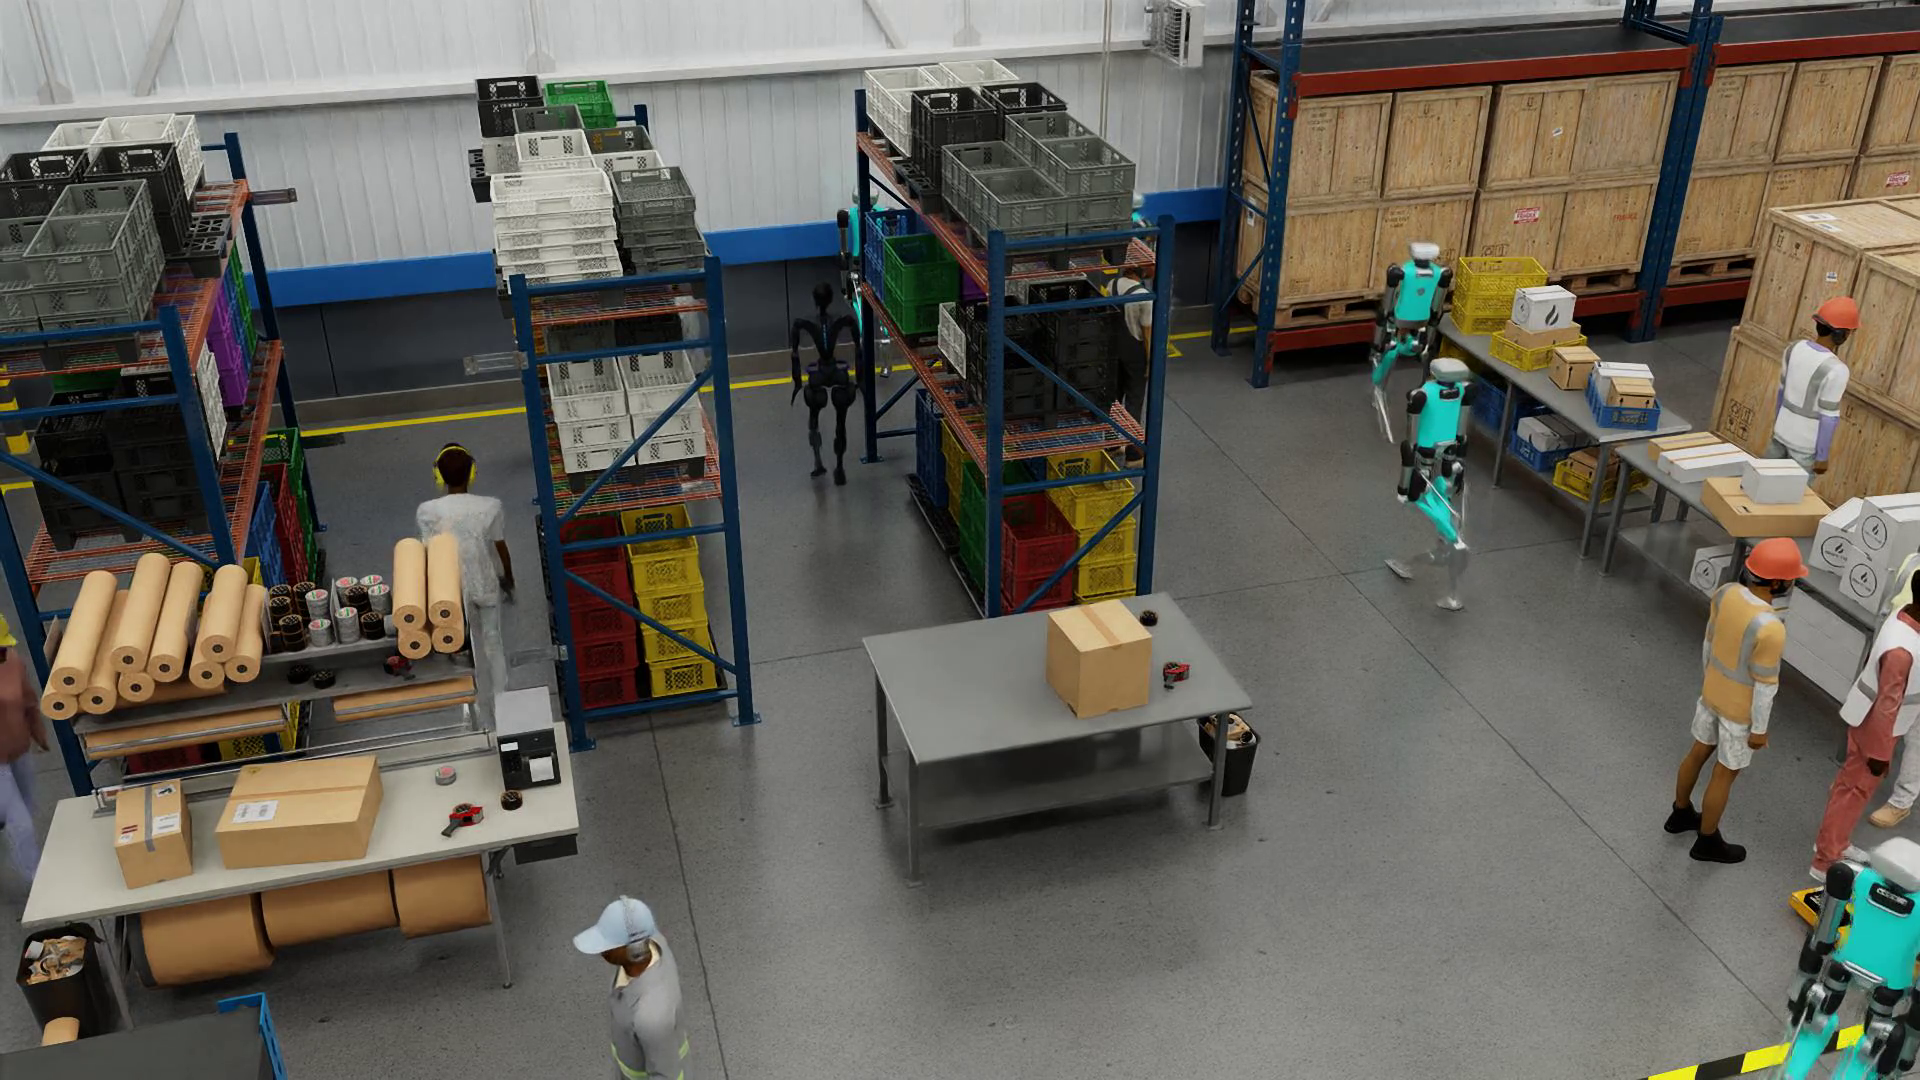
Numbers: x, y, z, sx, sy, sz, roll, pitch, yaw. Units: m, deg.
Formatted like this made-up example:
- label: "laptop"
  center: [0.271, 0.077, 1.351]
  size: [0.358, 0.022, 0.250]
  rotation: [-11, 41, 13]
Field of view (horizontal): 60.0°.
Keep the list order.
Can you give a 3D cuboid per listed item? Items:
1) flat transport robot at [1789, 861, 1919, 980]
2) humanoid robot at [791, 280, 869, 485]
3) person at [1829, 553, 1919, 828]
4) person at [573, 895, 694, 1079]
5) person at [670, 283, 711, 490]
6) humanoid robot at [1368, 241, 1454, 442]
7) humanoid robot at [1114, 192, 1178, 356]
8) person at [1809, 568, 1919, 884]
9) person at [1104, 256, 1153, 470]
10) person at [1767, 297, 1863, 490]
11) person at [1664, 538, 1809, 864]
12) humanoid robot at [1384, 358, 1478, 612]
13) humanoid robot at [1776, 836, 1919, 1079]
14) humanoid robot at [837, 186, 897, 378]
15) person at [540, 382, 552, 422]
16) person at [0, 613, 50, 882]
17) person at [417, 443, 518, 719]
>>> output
- label: "flat transport robot"
  center: [5.163, 1.916, 8.676]
  size: [1.431, 0.231, 0.659]
  rotation: [-8, 30, -14]
- label: "humanoid robot"
  center: [-1.020, -1.229, 12.934]
  size: [0.611, 1.643, 0.335]
  rotation: [-3, 29, -6]
- label: "person"
  center: [5.290, 0.736, 9.202]
  size: [0.429, 1.837, 0.622]
  rotation: [-11, 31, -18]
- label: "person"
  center: [-1.254, 2.150, 6.606]
  size: [0.388, 1.850, 0.598]
  rotation: [-8, 30, -14]
- label: "person"
  center: [-2.131, -1.271, 12.822]
  size: [0.337, 1.863, 0.591]
  rotation: [1, 29, 3]
- label: "humanoid robot"
  center: [3.615, -1.749, 13.869]
  size: [0.555, 1.770, 1.018]
  rotation: [-2, 29, -4]
- label: "humanoid robot"
  center: [1.729, -2.289, 14.834]
  size: [1.039, 1.734, 0.530]
  rotation: [-14, 32, -24]
- label: "person"
  center: [4.815, 0.964, 8.695]
  size: [0.397, 1.920, 0.587]
  rotation: [18, 34, 30]
- label: "person"
  center: [1.350, -1.447, 13.164]
  size: [0.344, 1.839, 0.507]
  rotation: [-20, 35, -32]
- label: "person"
  center: [5.922, -0.733, 11.672]
  size: [0.399, 2.035, 0.599]
  rotation: [-3, 29, -5]
- label: "person"
  center: [4.155, 0.846, 8.890]
  size: [0.357, 1.939, 0.542]
  rotation: [-4, 29, -8]
- label: "humanoid robot"
  center: [3.325, -0.296, 11.228]
  size: [0.542, 1.771, 1.038]
  rotation: [-12, 31, -21]
- label: "humanoid robot"
  center: [3.541, 2.138, 6.828]
  size: [0.870, 1.844, 0.546]
  rotation: [-23, 36, -35]
- label: "humanoid robot"
  center: [-0.782, -2.176, 14.456]
  size: [0.533, 1.677, 0.735]
  rotation: [-2, 29, -3]
- label: "person"
  center: [-3.213, -1.371, 13.134]
  size: [0.478, 1.733, 0.333]
  rotation: [-21, 35, -33]
- label: "person"
  center: [-5.032, 1.109, 8.632]
  size: [0.763, 1.717, 0.567]
  rotation: [8, 30, 15]
- label: "person"
  center: [-2.929, 0.287, 9.990]
  size: [0.505, 1.858, 0.419]
  rotation: [-6, 29, -11]
